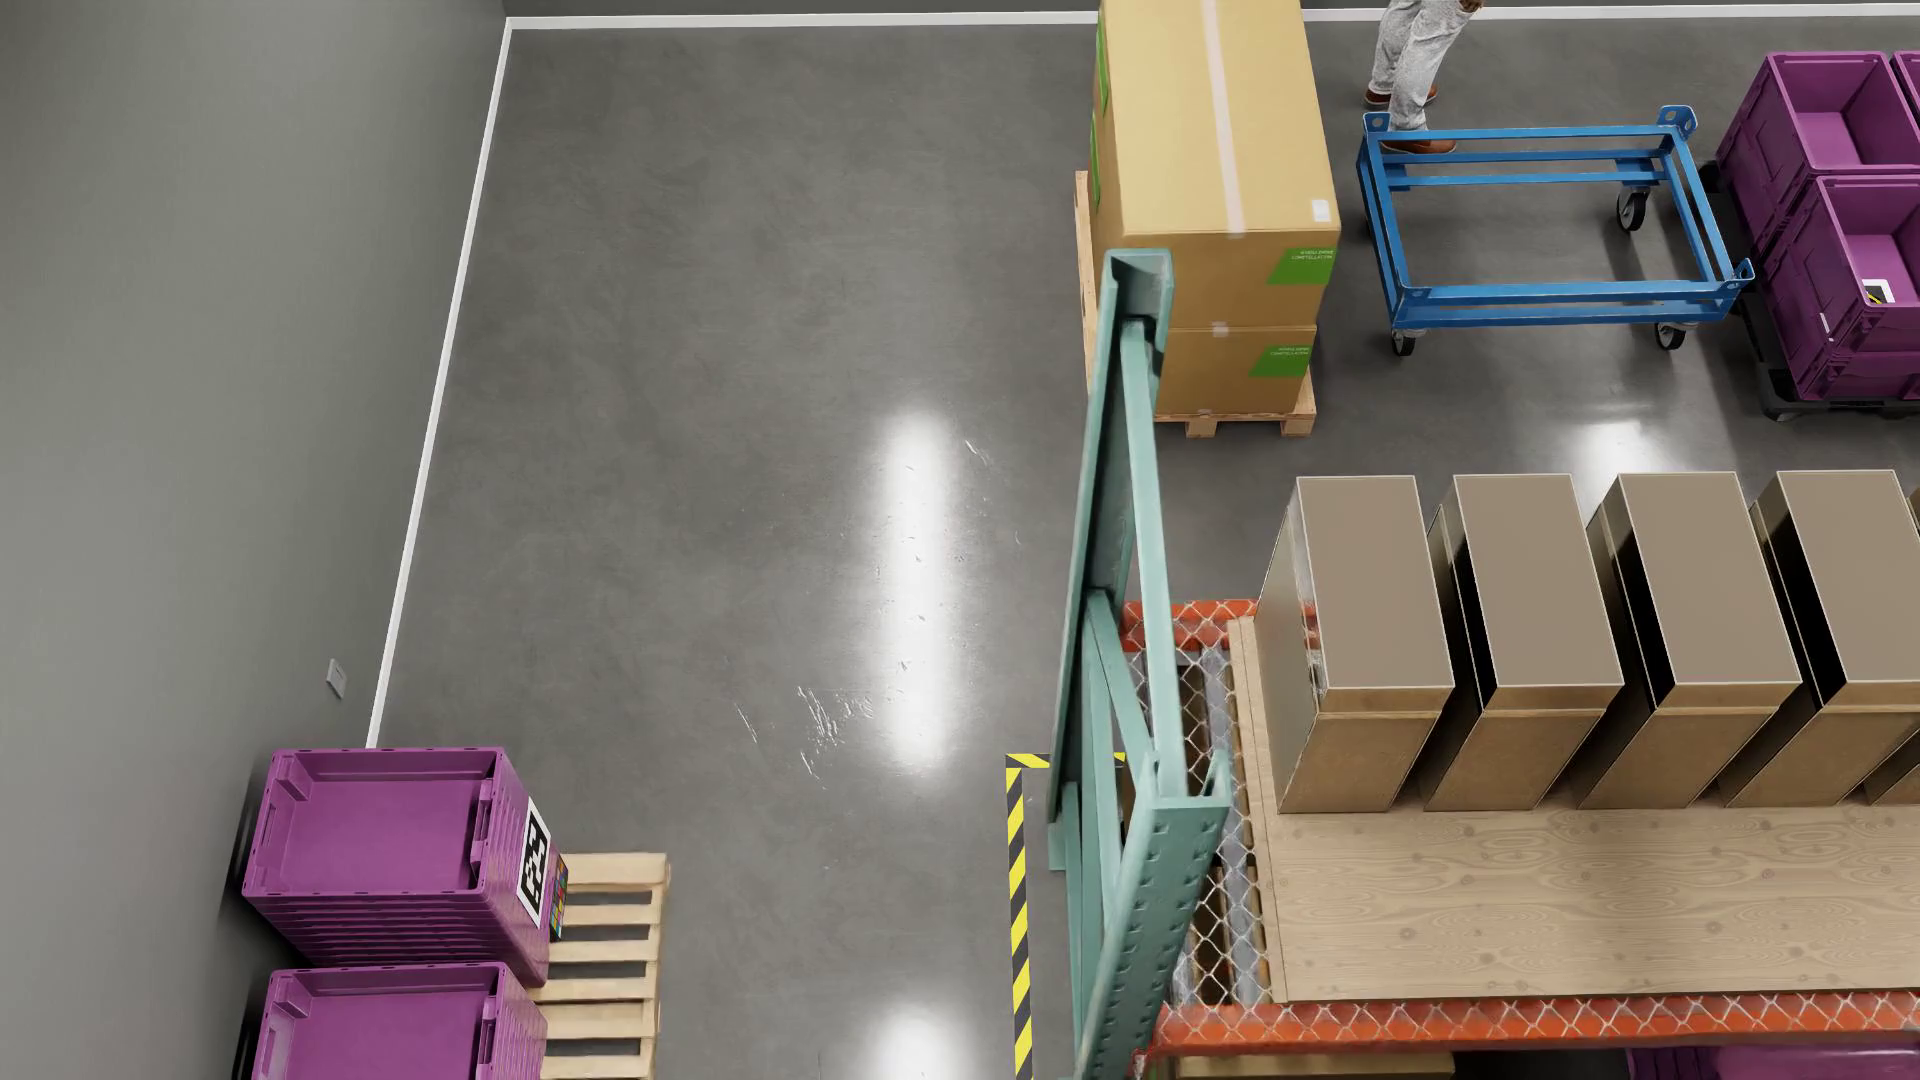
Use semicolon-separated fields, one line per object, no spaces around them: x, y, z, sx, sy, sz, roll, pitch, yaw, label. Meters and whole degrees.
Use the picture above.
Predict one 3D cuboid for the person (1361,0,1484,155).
1.829;-2.237;6.074;0.357;1.938;0.637;-3;58;-2;person
